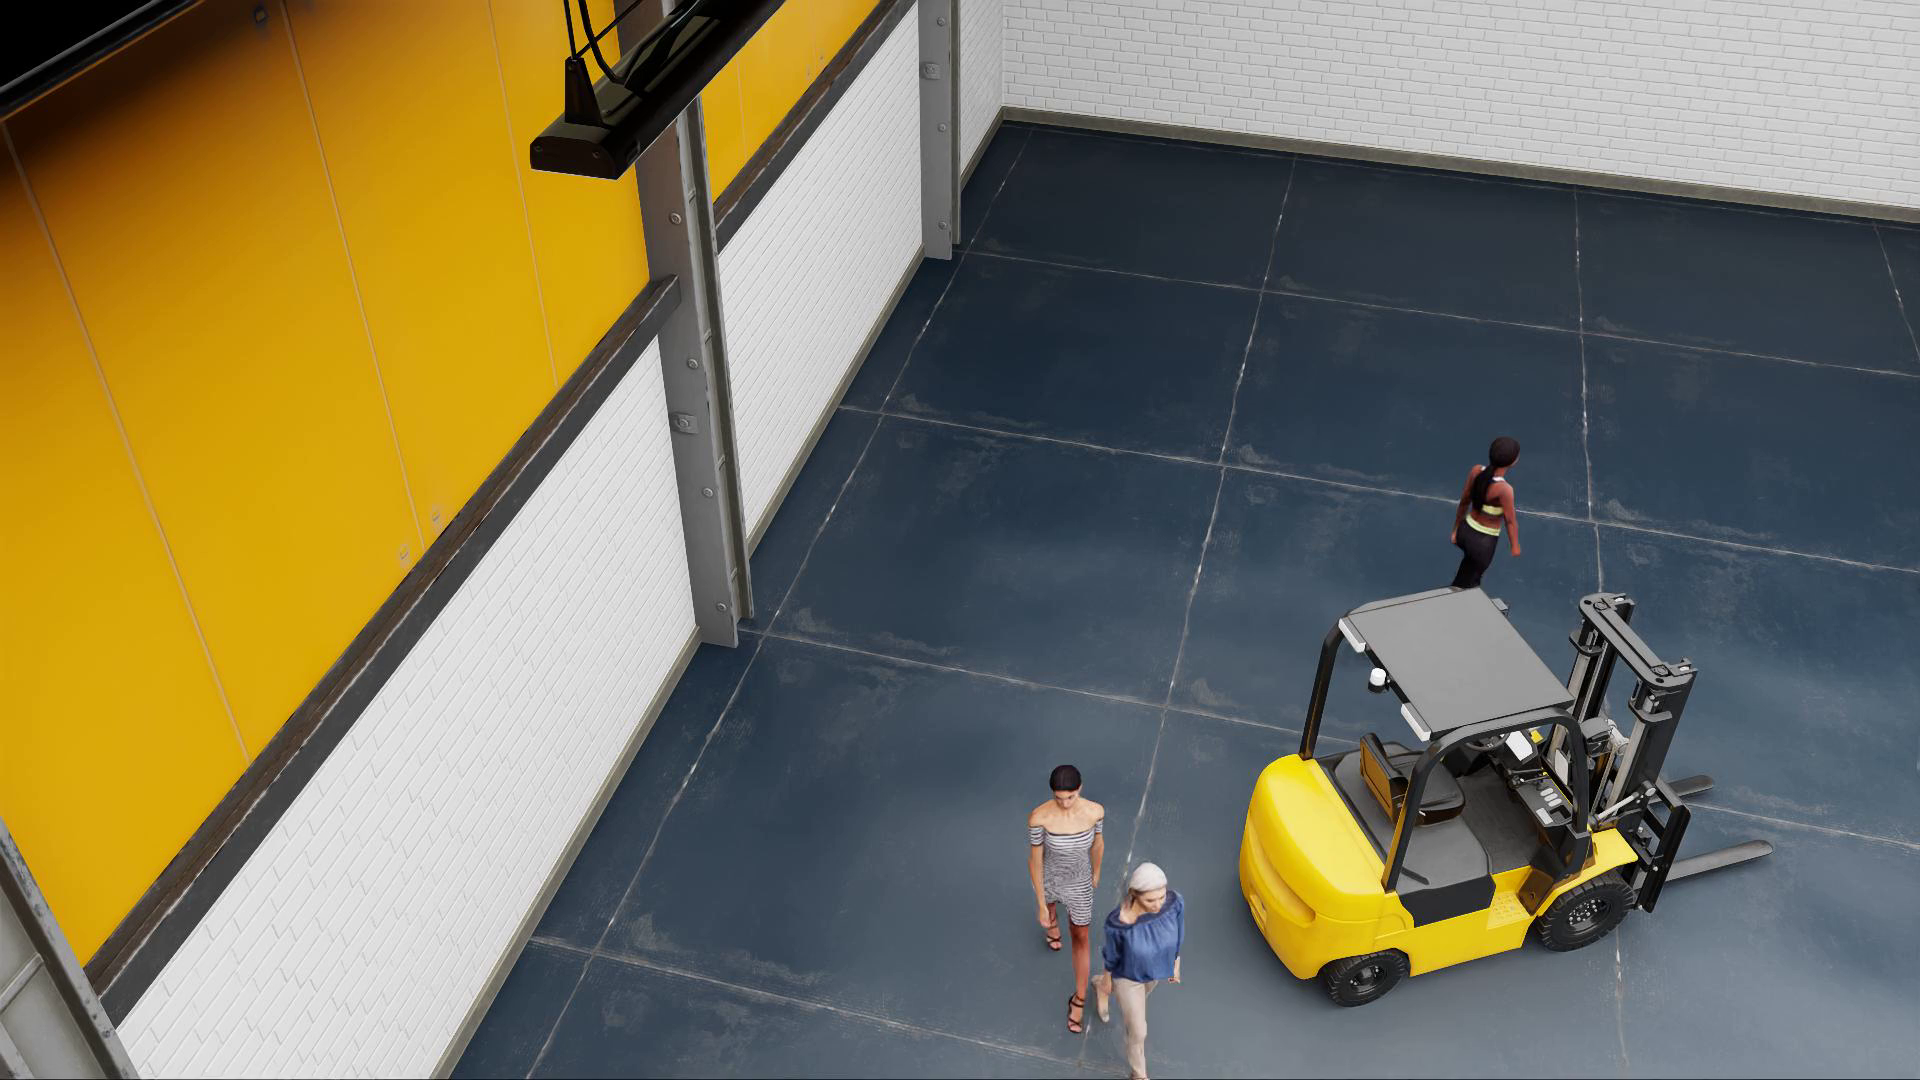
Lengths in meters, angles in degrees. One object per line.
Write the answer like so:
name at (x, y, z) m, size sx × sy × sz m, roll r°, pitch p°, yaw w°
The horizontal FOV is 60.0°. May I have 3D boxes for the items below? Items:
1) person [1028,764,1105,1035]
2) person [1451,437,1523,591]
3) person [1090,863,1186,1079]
person at (0.555, 1.860, 9.469) m, size 0.848 × 1.776 × 1.175 m, roll -5°, pitch 39°, yaw -6°
person at (3.568, 0.058, 11.765) m, size 0.949 × 1.725 × 0.950 m, roll -13°, pitch 41°, yaw -16°
person at (0.928, 2.283, 9.025) m, size 1.046 × 1.668 × 1.135 m, roll -15°, pitch 41°, yaw -18°
